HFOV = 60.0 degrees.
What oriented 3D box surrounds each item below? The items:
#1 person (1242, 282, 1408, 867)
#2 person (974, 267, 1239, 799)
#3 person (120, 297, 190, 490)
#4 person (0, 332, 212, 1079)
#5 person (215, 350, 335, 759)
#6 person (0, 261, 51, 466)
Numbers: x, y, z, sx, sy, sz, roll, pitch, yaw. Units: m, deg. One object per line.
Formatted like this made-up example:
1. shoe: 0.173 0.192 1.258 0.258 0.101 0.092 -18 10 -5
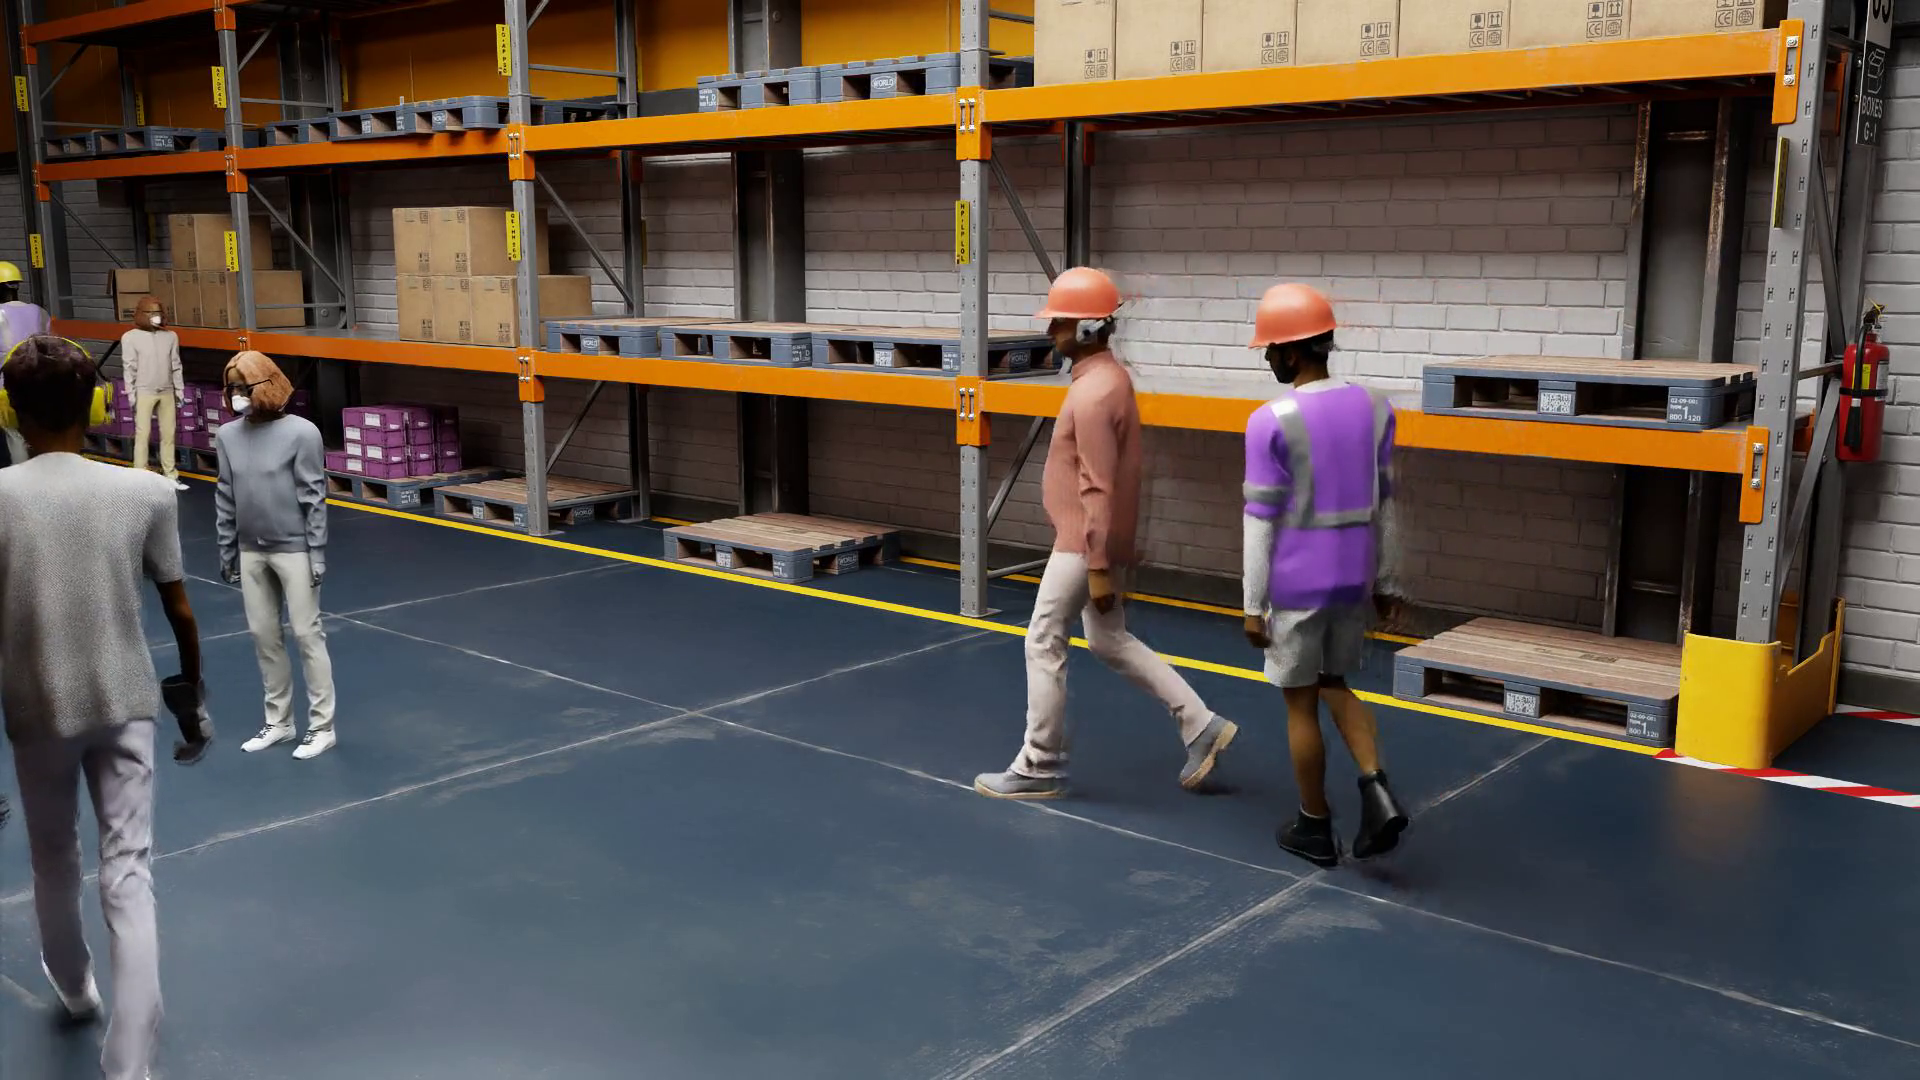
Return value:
1. person: 1.164 0.142 5.331 0.588 1.914 0.517 -4 11 -24
2. person: 0.546 -0.003 6.034 0.893 1.963 0.615 2 10 14
3. person: -6.666 -1.194 13.769 0.283 1.625 0.505 6 12 32
4. person: -2.117 0.416 4.028 0.562 1.816 0.972 -6 12 -30
5. person: -2.743 0.058 6.640 0.512 1.622 0.294 3 10 17
6. person: -7.434 -1.226 13.122 0.402 1.919 0.588 4 11 21
